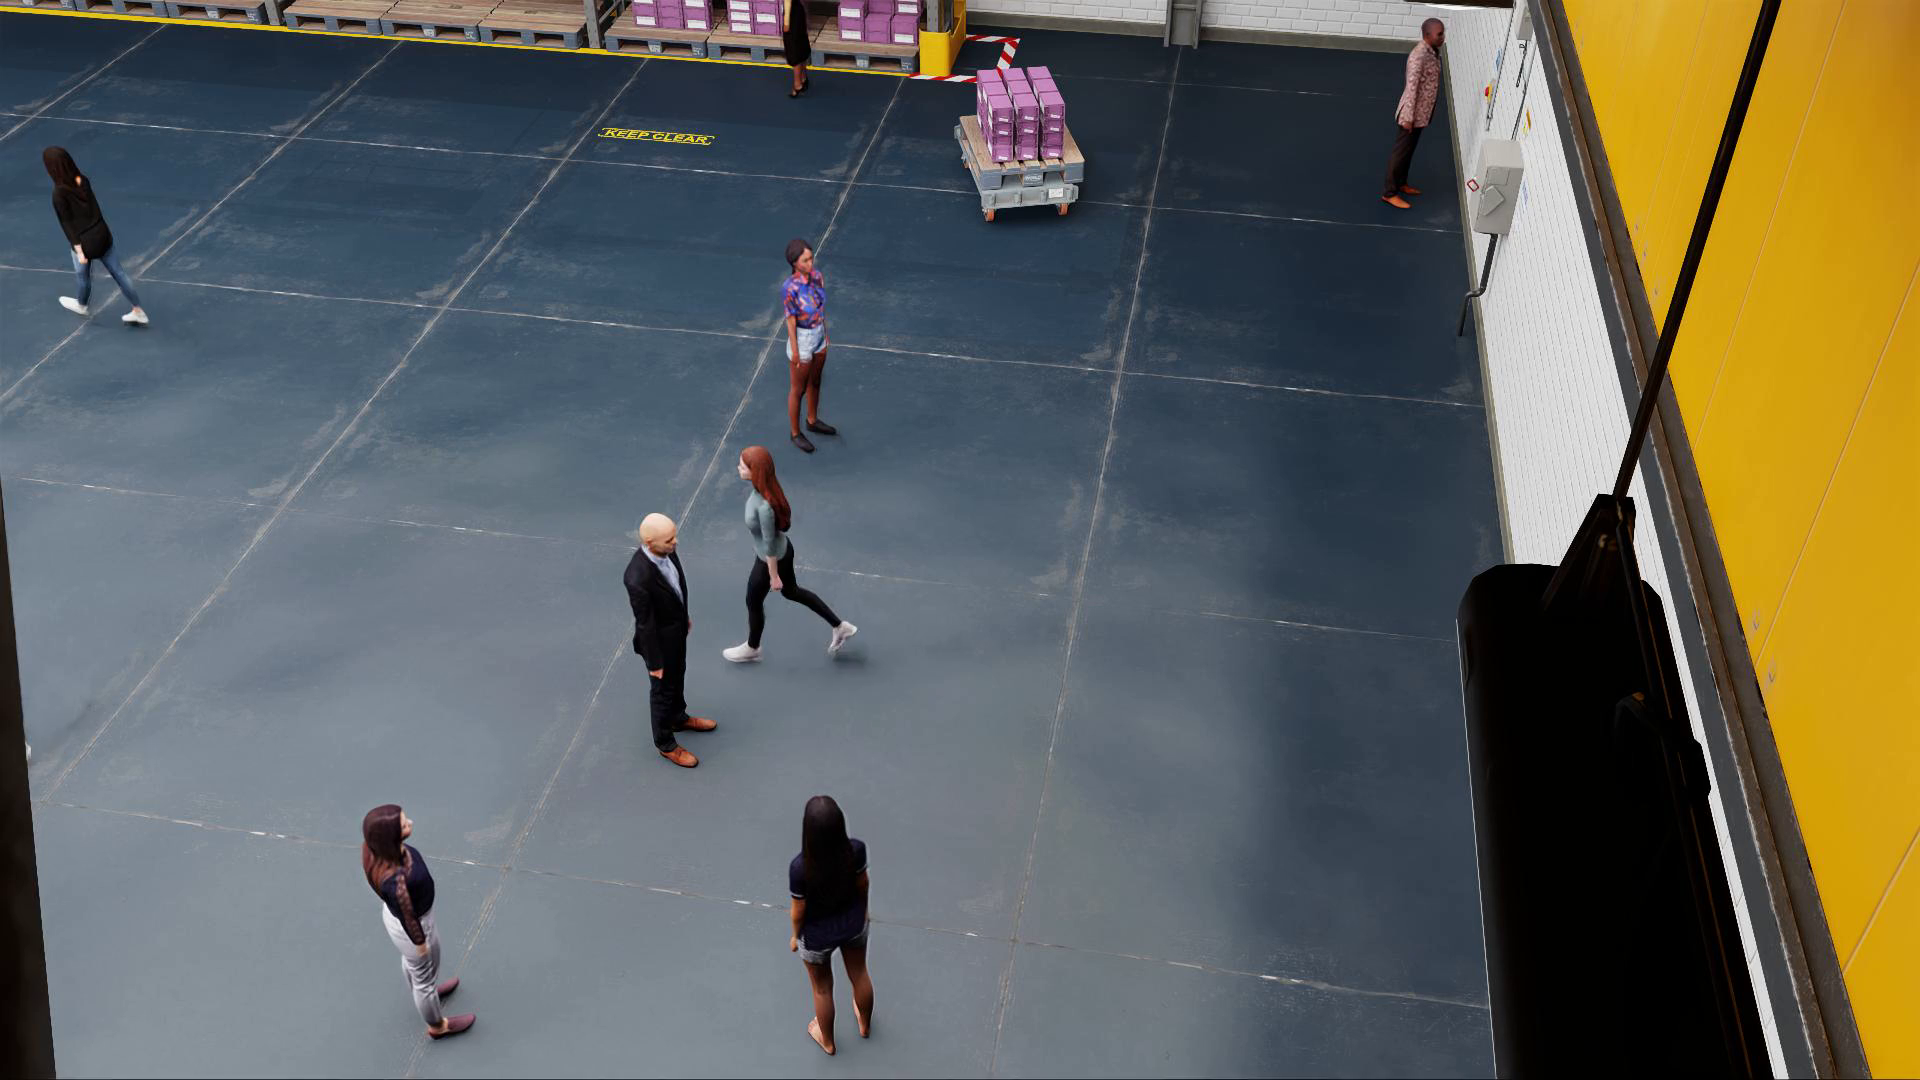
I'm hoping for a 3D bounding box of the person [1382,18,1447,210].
[{"bbox_3d":[4.326,-4.096,15.841,0.721,1.807,0.768,20,43,23],"label":"person"}]

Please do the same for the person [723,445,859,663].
[{"bbox_3d":[-1.112,0.121,10.632,1.156,1.719,0.694,1,39,1],"label":"person"}]

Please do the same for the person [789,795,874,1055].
[{"bbox_3d":[-0.642,1.940,8.318,0.639,1.764,0.729,-17,42,-20],"label":"person"}]

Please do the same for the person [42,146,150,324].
[{"bbox_3d":[-7.279,-2.525,14.033,1.076,1.609,0.702,12,40,14],"label":"person"}]

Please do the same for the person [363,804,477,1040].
[{"bbox_3d":[-2.779,1.927,8.461,0.707,1.606,0.664,-20,43,-23],"label":"person"}]

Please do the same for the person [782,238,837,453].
[{"bbox_3d":[-1.170,-1.499,12.641,0.643,1.743,0.661,22,44,25],"label":"person"}]

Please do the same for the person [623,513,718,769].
[{"bbox_3d":[-1.782,0.568,10.011,0.582,1.796,0.692,9,39,11],"label":"person"}]

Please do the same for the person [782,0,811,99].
[{"bbox_3d":[-1.775,-5.582,17.826,0.516,1.652,0.551,5,39,6],"label":"person"}]
